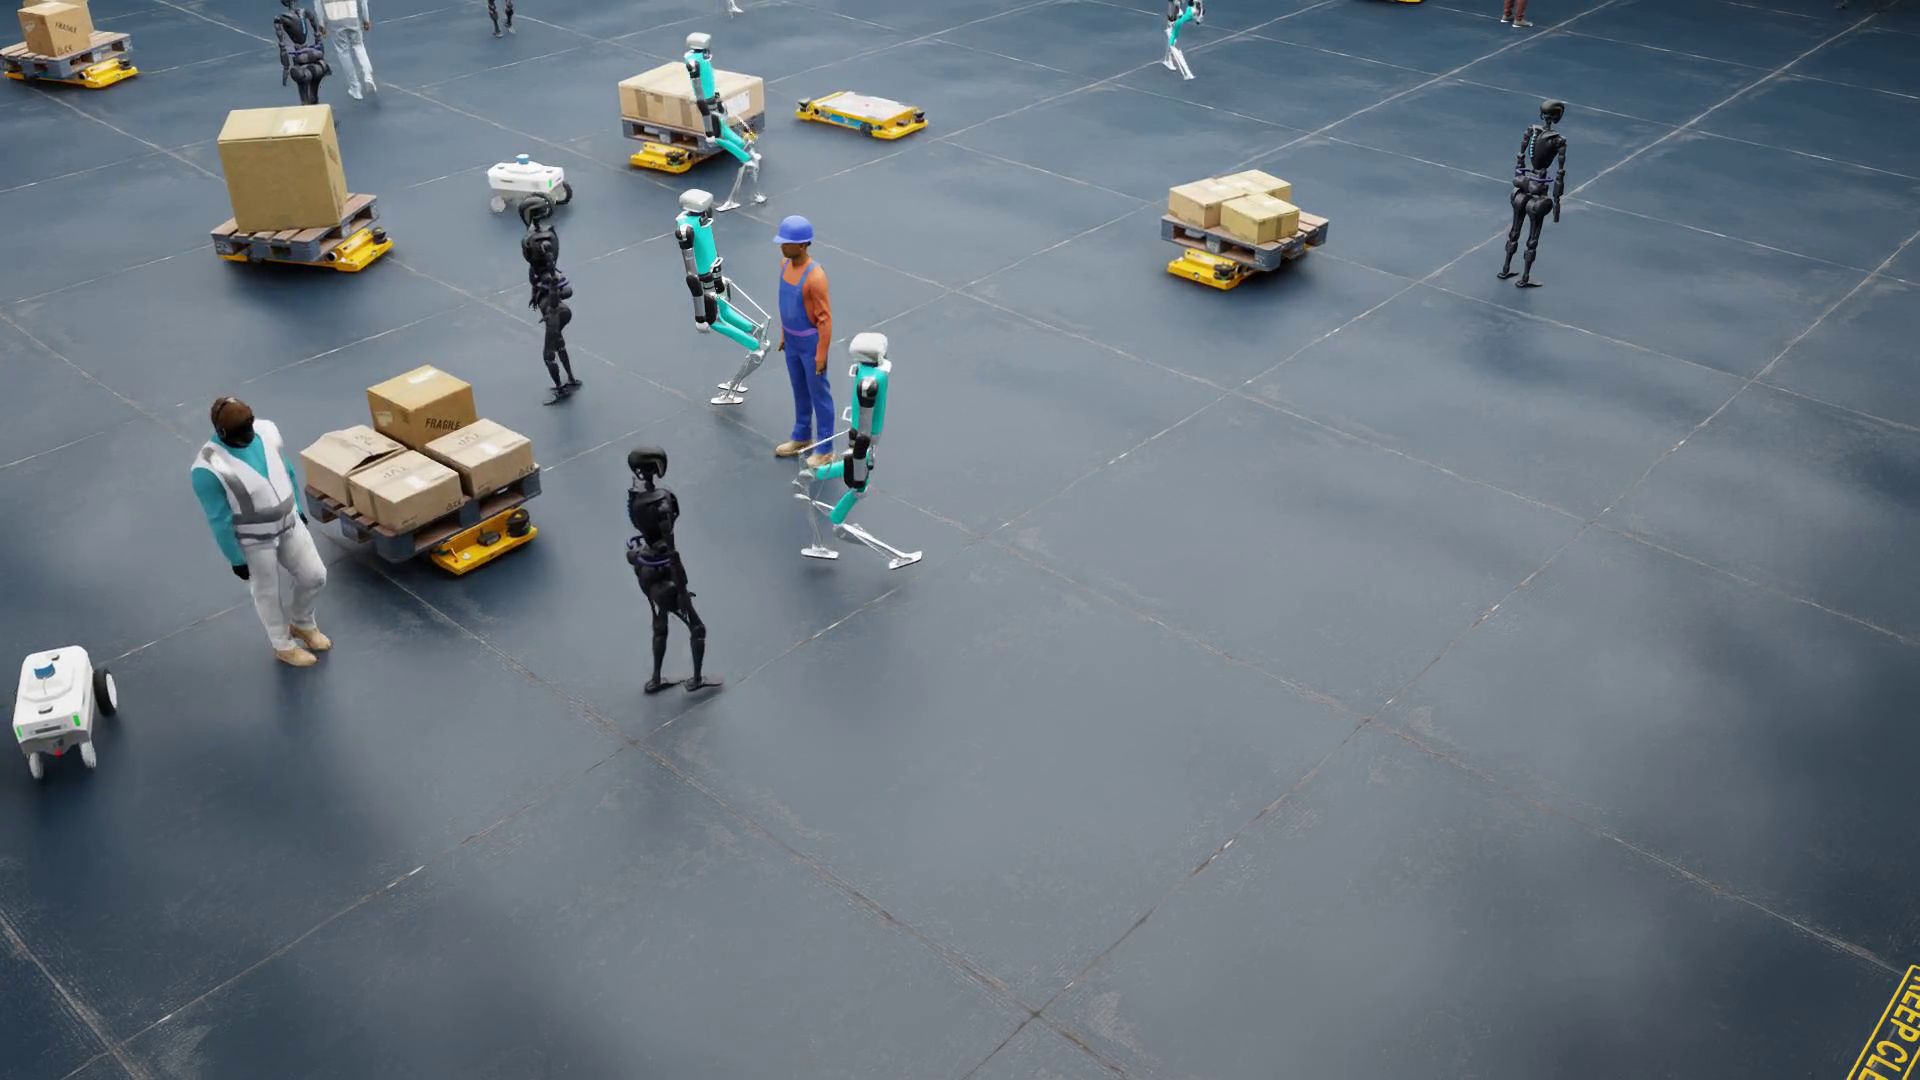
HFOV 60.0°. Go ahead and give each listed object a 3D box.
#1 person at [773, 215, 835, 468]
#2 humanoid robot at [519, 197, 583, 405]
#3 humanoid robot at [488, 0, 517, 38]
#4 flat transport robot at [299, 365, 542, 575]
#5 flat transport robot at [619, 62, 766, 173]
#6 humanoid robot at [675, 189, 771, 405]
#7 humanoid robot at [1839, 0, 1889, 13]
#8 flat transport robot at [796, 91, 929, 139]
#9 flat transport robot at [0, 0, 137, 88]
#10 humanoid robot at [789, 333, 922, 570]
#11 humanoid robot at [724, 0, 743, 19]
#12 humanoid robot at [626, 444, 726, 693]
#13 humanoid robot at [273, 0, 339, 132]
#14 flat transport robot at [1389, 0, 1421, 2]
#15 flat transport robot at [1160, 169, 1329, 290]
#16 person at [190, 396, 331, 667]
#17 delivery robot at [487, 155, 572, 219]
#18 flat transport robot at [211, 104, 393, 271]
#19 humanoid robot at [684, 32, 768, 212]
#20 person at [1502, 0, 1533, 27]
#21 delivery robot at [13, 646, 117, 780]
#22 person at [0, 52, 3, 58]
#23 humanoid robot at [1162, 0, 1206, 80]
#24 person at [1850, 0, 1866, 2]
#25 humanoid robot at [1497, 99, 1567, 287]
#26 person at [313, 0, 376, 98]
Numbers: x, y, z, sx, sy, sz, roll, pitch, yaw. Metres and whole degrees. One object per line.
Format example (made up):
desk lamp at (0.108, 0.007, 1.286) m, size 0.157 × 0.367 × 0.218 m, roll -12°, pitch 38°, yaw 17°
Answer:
person at (-1.108, -1.408, 11.867) m, size 0.372 × 1.910 × 0.516 m, roll -23°, pitch 39°, yaw -33°
humanoid robot at (-3.178, -1.863, 12.815) m, size 0.399 × 1.647 × 0.589 m, roll -17°, pitch 36°, yaw -26°
humanoid robot at (-6.116, -7.431, 21.783) m, size 0.614 × 1.643 × 0.335 m, roll -14°, pitch 35°, yaw -22°
flat transport robot at (-3.662, -0.175, 11.436) m, size 1.431 × 0.231 × 0.659 m, roll 23°, pitch 39°, yaw 32°
flat transport robot at (-2.897, -4.337, 18.137) m, size 0.659 × 0.231 × 1.431 m, roll 17°, pitch 36°, yaw 26°
humanoid robot at (-1.718, -1.811, 12.553) m, size 0.735 × 1.677 × 0.533 m, roll 6°, pitch 32°, yaw 9°
humanoid robot at (12.688, -8.140, 22.955) m, size 0.613 × 1.639 × 0.615 m, roll -6°, pitch 32°, yaw -10°
flat transport robot at (-1.122, -4.858, 18.977) m, size 1.431 × 0.231 × 0.659 m, roll 21°, pitch 38°, yaw 30°
flat transport robot at (-10.979, -5.818, 20.523) m, size 1.431 × 0.231 × 0.659 m, roll 10°, pitch 33°, yaw 15°
humanoid robot at (-0.766, -0.515, 10.601) m, size 1.037 × 1.727 × 0.545 m, roll 2°, pitch 32°, yaw 4°
humanoid robot at (-3.167, -7.968, 22.671) m, size 0.753 × 1.858 × 0.545 m, roll 10°, pitch 33°, yaw 15°
humanoid robot at (-1.675, 0.154, 9.584) m, size 0.522 × 1.648 × 0.586 m, roll -18°, pitch 36°, yaw -26°
humanoid robot at (-7.131, -5.234, 18.259) m, size 0.568 × 1.632 × 0.613 m, roll 17°, pitch 36°, yaw 26°
flat transport robot at (6.019, -8.004, 24.042) m, size 1.431 × 0.231 × 0.659 m, roll 14°, pitch 34°, yaw 21°
flat transport robot at (2.616, -2.696, 15.496) m, size 0.659 × 0.231 × 1.431 m, roll 26°, pitch 40°, yaw 35°
person at (-4.063, -0.033, 9.743) m, size 0.460 × 1.821 × 0.650 m, roll 15°, pitch 35°, yaw 23°
delivery robot at (-4.312, -3.547, 16.576) m, size 0.759 × 0.575 × 0.499 m, roll 7°, pitch 33°, yaw 11°
flat transport robot at (-6.160, -2.772, 15.617) m, size 1.431 × 0.231 × 0.659 m, roll 7°, pitch 33°, yaw 11°
humanoid robot at (-2.201, -4.074, 16.323) m, size 0.872 × 1.775 × 0.599 m, roll 3°, pitch 32°, yaw 4°
person at (7.615, -7.827, 22.303) m, size 0.381 × 1.806 × 0.551 m, roll -12°, pitch 34°, yaw -18°
delivery robot at (-5.090, 0.929, 9.373) m, size 0.499 × 0.580 × 0.757 m, roll -11°, pitch 34°, yaw -18°
person at (-11.050, -5.505, 18.451) m, size 0.671 × 1.924 × 0.404 m, roll -2°, pitch 32°, yaw -3°
humanoid robot at (2.641, -6.444, 20.151) m, size 0.555 × 1.738 × 1.038 m, roll -14°, pitch 35°, yaw -22°
person at (12.633, -8.560, 23.424) m, size 0.907 × 1.864 × 0.655 m, roll 9°, pitch 33°, yaw 14°
humanoid robot at (5.111, -3.100, 14.798) m, size 0.315 × 1.657 × 0.599 m, roll -13°, pitch 34°, yaw -20°
person at (-7.224, -6.110, 19.447) m, size 0.586 × 1.901 × 0.466 m, roll -19°, pitch 37°, yaw -28°
